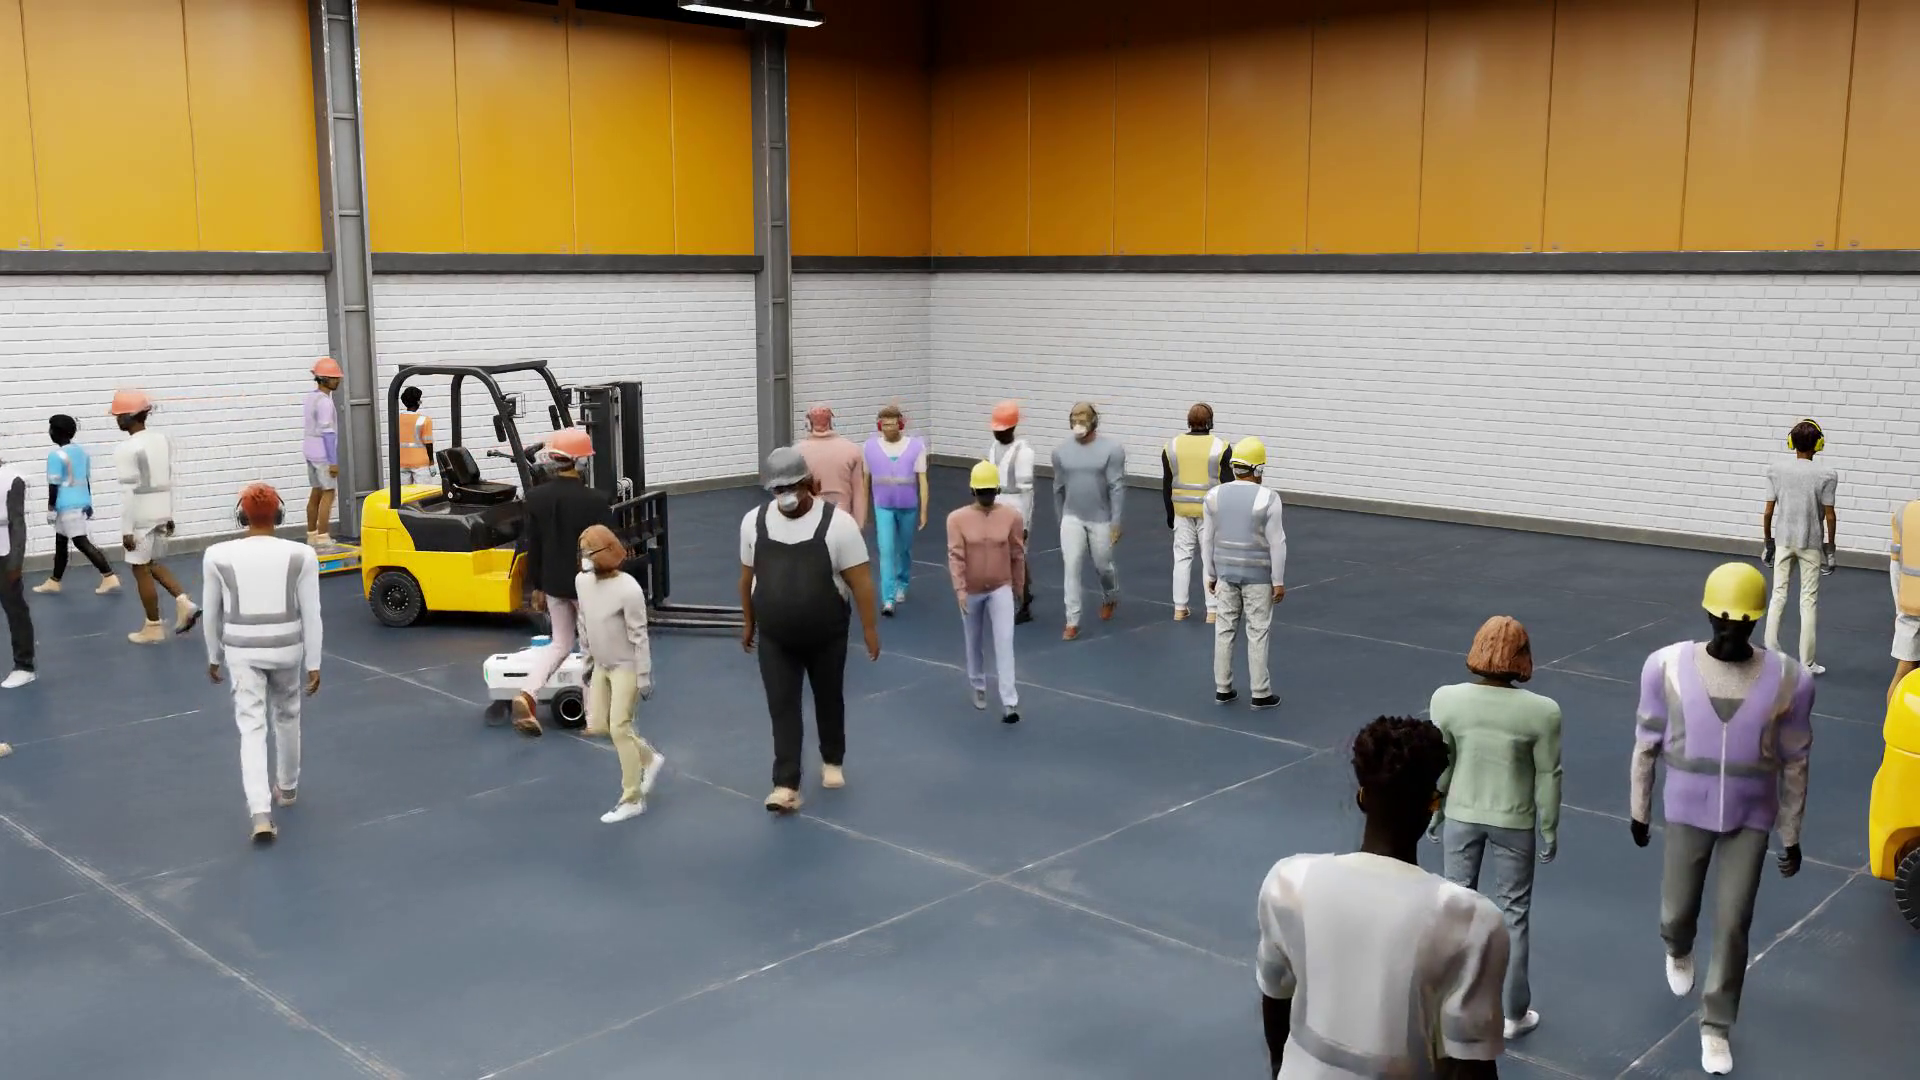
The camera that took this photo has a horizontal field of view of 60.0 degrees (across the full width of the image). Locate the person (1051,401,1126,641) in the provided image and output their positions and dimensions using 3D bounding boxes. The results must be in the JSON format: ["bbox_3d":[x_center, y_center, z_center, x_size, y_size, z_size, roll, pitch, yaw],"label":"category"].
[{"bbox_3d":[1.050,-0.184,13.468,0.628,1.906,0.867,3,10,18],"label":"person"}]

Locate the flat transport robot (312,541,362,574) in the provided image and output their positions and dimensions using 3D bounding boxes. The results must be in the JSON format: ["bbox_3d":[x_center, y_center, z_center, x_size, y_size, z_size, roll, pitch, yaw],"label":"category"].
[{"bbox_3d":[-6.316,0.216,15.999,0.652,0.197,1.431,7,12,38],"label":"flat transport robot"}]

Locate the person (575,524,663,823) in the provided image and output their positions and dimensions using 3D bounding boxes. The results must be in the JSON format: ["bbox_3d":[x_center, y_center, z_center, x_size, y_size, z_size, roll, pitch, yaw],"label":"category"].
[{"bbox_3d":[-1.816,0.695,8.950,0.534,1.607,0.482,8,12,42],"label":"person"}]

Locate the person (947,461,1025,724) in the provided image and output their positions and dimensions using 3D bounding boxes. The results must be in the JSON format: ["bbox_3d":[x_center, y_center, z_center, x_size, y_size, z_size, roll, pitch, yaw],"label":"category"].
[{"bbox_3d":[0.179,0.337,10.851,0.518,1.711,0.942,-1,9,-4],"label":"person"}]

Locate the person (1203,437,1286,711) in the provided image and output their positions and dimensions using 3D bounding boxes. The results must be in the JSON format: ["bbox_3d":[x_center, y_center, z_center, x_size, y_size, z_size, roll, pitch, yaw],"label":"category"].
[{"bbox_3d":[1.921,0.224,11.169,0.589,1.834,0.403,7,11,35],"label":"person"}]

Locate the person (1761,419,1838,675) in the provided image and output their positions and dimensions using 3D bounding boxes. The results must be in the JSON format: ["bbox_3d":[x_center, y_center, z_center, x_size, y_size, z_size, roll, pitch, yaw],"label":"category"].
[{"bbox_3d":[6.099,0.055,12.081,0.513,1.877,0.328,9,13,42],"label":"person"}]

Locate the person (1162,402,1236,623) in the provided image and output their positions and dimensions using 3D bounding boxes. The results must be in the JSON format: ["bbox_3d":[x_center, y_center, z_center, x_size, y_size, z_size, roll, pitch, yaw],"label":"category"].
[{"bbox_3d":[2.005,-0.226,13.905,0.626,1.846,0.429,5,10,26],"label":"person"}]

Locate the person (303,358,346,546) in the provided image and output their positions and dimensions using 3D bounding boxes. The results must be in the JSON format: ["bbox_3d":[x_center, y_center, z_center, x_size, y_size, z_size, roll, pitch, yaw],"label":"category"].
[{"bbox_3d":[-6.629,-0.882,17.395,0.461,2.029,0.616,-6,11,-33],"label":"person"}]

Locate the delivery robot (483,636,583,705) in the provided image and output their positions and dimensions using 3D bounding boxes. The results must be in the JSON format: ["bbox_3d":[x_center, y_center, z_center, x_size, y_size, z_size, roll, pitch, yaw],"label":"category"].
[{"bbox_3d":[-2.726,0.868,10.848,0.707,0.478,0.477,0,9,-2],"label":"delivery robot"}]

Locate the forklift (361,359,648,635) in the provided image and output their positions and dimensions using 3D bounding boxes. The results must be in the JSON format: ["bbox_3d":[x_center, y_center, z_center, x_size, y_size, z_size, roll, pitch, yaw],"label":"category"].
[{"bbox_3d":[-3.850,-0.407,13.936,2.313,2.155,1.214,2,9,11],"label":"forklift"}]

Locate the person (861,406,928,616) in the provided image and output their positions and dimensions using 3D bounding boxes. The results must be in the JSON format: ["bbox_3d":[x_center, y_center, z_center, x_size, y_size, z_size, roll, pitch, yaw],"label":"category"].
[{"bbox_3d":[-0.562,-0.268,14.373,0.579,1.788,1.004,0,9,-2],"label":"person"}]

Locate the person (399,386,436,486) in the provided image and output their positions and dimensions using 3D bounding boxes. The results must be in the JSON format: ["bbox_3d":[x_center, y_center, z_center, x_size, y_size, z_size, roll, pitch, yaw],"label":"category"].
[{"bbox_3d":[-5.890,-0.807,17.935,0.536,1.693,0.317,3,10,19],"label":"person"}]

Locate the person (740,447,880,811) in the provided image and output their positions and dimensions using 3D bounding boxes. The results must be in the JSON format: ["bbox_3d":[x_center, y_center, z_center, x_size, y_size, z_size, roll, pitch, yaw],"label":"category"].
[{"bbox_3d":[-0.839,0.454,9.131,0.809,2.000,0.987,1,9,5],"label":"person"}]

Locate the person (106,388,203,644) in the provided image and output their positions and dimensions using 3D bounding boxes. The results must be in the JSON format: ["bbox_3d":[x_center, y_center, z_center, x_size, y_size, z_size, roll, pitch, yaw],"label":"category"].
[{"bbox_3d":[-6.350,-0.174,13.014,0.500,2.029,0.640,1,9,8],"label":"person"}]

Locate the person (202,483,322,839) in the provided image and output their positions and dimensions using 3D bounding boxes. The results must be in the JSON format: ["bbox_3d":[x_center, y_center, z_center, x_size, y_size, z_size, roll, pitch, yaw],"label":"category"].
[{"bbox_3d":[-3.676,0.615,8.799,0.579,1.841,1.012,-4,10,-23],"label":"person"}]

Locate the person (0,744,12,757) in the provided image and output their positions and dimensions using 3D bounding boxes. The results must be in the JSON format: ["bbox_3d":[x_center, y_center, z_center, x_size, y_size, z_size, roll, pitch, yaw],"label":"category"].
[{"bbox_3d":[-6.271,0.464,9.837,0.977,1.795,0.641,0,9,-3],"label":"person"}]

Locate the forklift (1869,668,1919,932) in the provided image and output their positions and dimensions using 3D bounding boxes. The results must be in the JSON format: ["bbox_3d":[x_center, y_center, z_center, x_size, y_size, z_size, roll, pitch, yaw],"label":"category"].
[{"bbox_3d":[5.205,0.723,7.013,2.313,2.155,1.214,9,13,43],"label":"forklift"}]

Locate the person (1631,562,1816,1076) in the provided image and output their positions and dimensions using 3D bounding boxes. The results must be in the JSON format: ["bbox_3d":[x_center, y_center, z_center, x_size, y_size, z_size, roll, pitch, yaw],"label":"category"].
[{"bbox_3d":[2.853,0.991,6.275,0.597,1.908,0.661,4,10,23],"label":"person"}]

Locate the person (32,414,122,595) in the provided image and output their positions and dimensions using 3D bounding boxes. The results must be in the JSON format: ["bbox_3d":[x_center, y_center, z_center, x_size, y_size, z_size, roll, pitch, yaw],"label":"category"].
[{"bbox_3d":[-8.006,-0.314,15.013,0.850,1.656,0.536,0,9,-2],"label":"person"}]

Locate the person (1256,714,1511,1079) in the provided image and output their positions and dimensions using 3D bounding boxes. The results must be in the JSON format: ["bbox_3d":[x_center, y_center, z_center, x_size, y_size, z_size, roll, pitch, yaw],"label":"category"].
[{"bbox_3d":[1.039,1.351,4.018,0.635,1.905,0.961,6,11,34],"label":"person"}]

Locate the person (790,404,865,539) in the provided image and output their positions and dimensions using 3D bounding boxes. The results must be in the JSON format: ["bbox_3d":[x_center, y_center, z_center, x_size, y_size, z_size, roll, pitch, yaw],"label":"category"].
[{"bbox_3d":[-1.118,-0.153,13.340,0.675,1.873,0.804,-2,9,-11],"label":"person"}]

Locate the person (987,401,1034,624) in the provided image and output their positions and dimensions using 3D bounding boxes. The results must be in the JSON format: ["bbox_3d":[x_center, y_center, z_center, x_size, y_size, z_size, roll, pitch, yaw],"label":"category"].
[{"bbox_3d":[0.404,-0.212,13.688,0.596,1.885,0.591,-7,11,-35],"label":"person"}]

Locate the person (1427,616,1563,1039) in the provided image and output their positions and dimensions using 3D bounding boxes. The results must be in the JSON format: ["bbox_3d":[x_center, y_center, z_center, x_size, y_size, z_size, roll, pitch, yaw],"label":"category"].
[{"bbox_3d":[2.048,1.099,6.420,0.505,1.632,0.269,5,10,28],"label":"person"}]

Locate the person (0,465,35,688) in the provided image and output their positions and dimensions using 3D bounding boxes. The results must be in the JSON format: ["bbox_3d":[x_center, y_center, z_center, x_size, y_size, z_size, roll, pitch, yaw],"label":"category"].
[{"bbox_3d":[-6.759,0.152,11.449,0.625,1.880,0.910,1,9,7],"label":"person"}]

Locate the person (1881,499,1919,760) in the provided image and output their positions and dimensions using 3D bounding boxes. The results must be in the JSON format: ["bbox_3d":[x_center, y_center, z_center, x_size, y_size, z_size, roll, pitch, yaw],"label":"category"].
[{"bbox_3d":[5.719,0.401,9.769,0.355,1.938,0.545,-3,10,-17],"label":"person"}]

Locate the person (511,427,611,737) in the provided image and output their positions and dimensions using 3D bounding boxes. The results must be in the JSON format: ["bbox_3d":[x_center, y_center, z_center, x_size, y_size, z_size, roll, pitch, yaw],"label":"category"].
[{"bbox_3d":[-2.456,0.286,10.371,0.621,1.974,0.741,4,10,25],"label":"person"}]
